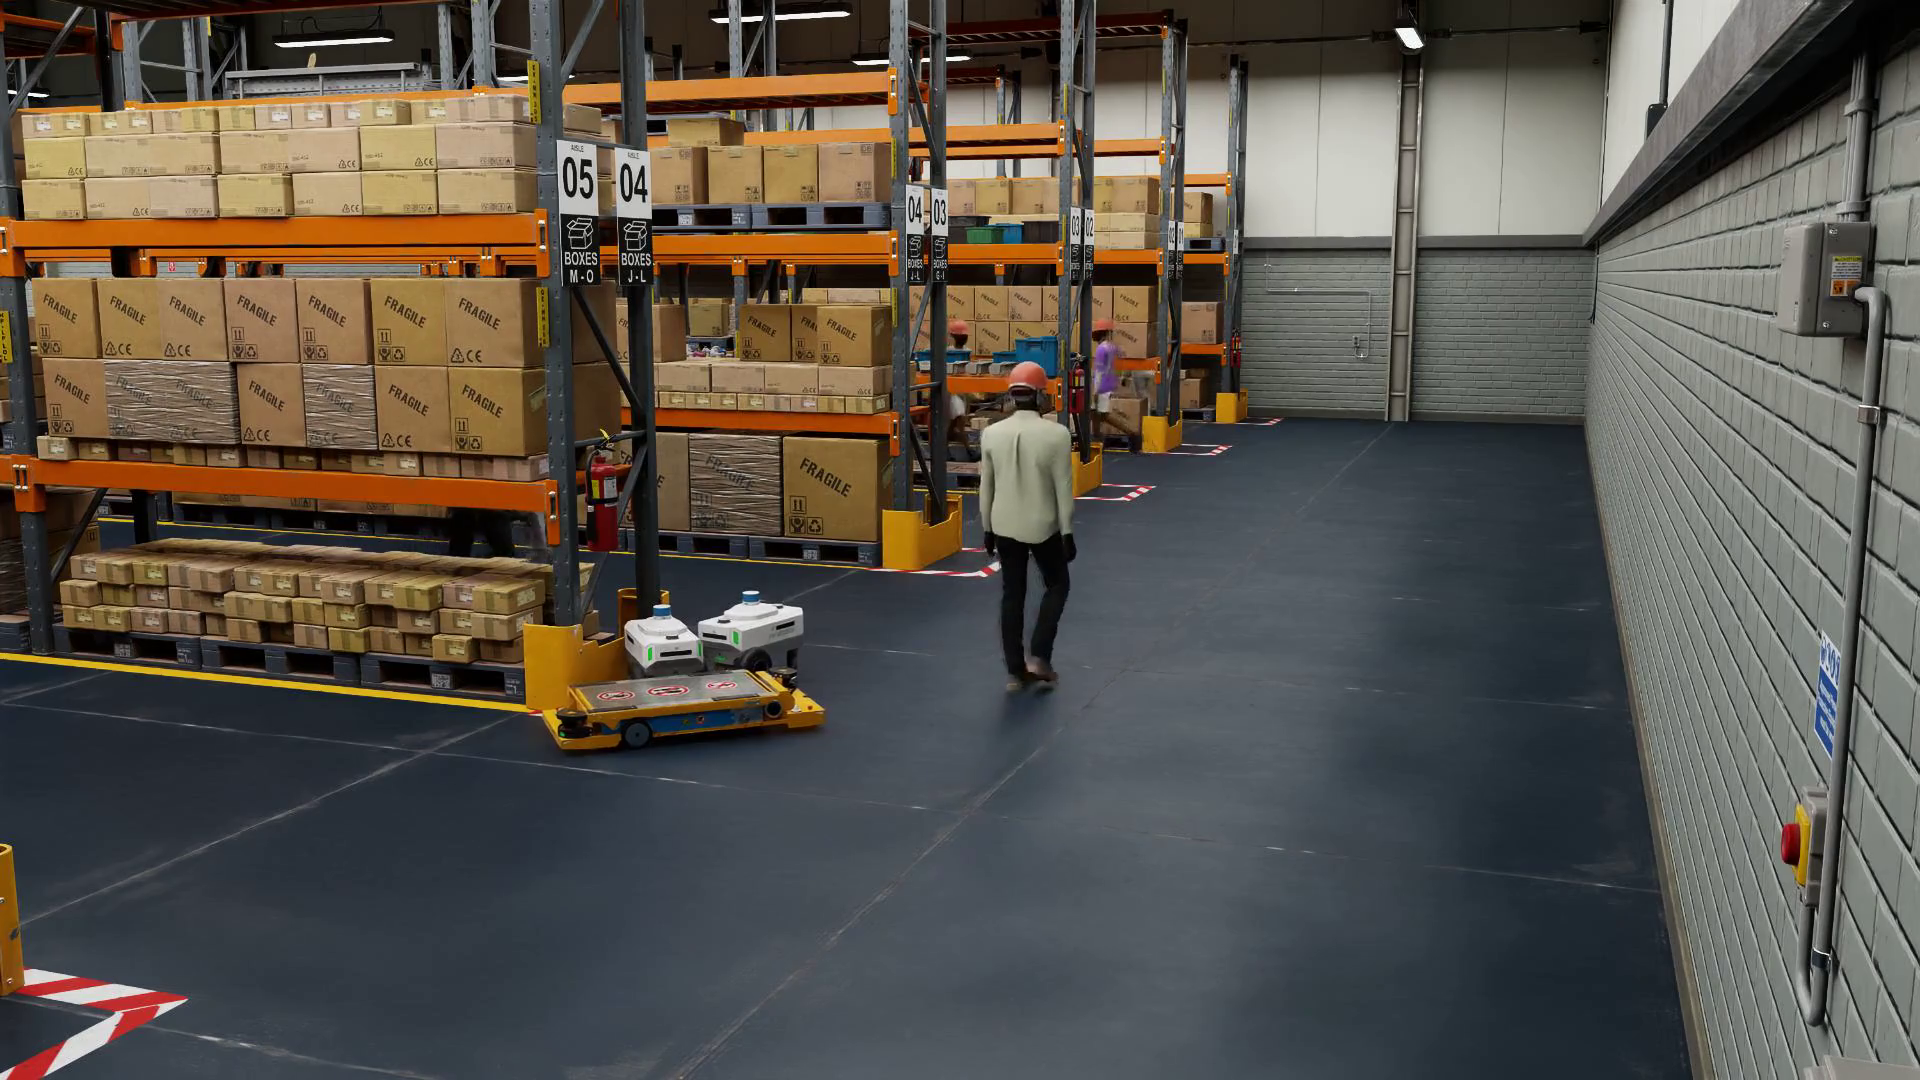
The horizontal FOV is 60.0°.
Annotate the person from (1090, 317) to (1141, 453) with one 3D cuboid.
[{"bbox_3d":[2.052,-2.096,22.827,0.823,1.911,0.552,2,9,12],"label":"person"}]

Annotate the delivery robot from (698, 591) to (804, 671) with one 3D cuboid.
[{"bbox_3d":[-1.274,0.556,10.185,0.477,0.478,0.707,6,11,31],"label":"delivery robot"}]

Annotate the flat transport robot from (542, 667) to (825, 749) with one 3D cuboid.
[{"bbox_3d":[-1.523,0.911,9.138,1.431,0.197,0.652,-4,10,-22],"label":"flat transport robot"}]

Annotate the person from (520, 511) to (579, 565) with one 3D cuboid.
[{"bbox_3d":[-2.965,-0.312,11.851,0.371,1.856,0.530,6,11,35],"label":"person"}]

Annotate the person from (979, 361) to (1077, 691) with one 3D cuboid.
[{"bbox_3d":[0.417,-0.080,10.011,0.655,1.974,0.472,5,10,27],"label":"person"}]

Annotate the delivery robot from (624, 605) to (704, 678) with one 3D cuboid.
[{"bbox_3d":[-1.745,0.623,9.765,0.477,0.478,0.707,-4,10,-22],"label":"delivery robot"}]

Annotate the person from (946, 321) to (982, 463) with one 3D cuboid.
[{"bbox_3d":[0.013,-1.935,21.902,0.564,1.879,1.022,-9,13,-44],"label":"person"}]

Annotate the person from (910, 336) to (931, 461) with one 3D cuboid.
[{"bbox_3d":[-0.705,-1.803,21.020,0.940,1.890,0.640,5,10,27],"label":"person"}]

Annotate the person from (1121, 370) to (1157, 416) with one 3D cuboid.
[{"bbox_3d":[2.734,-2.557,25.836,0.614,1.856,0.803,-7,11,-36],"label":"person"}]

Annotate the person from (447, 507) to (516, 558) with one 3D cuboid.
[{"bbox_3d":[-3.394,-0.272,11.539,0.952,1.886,0.585,4,10,22],"label":"person"}]
